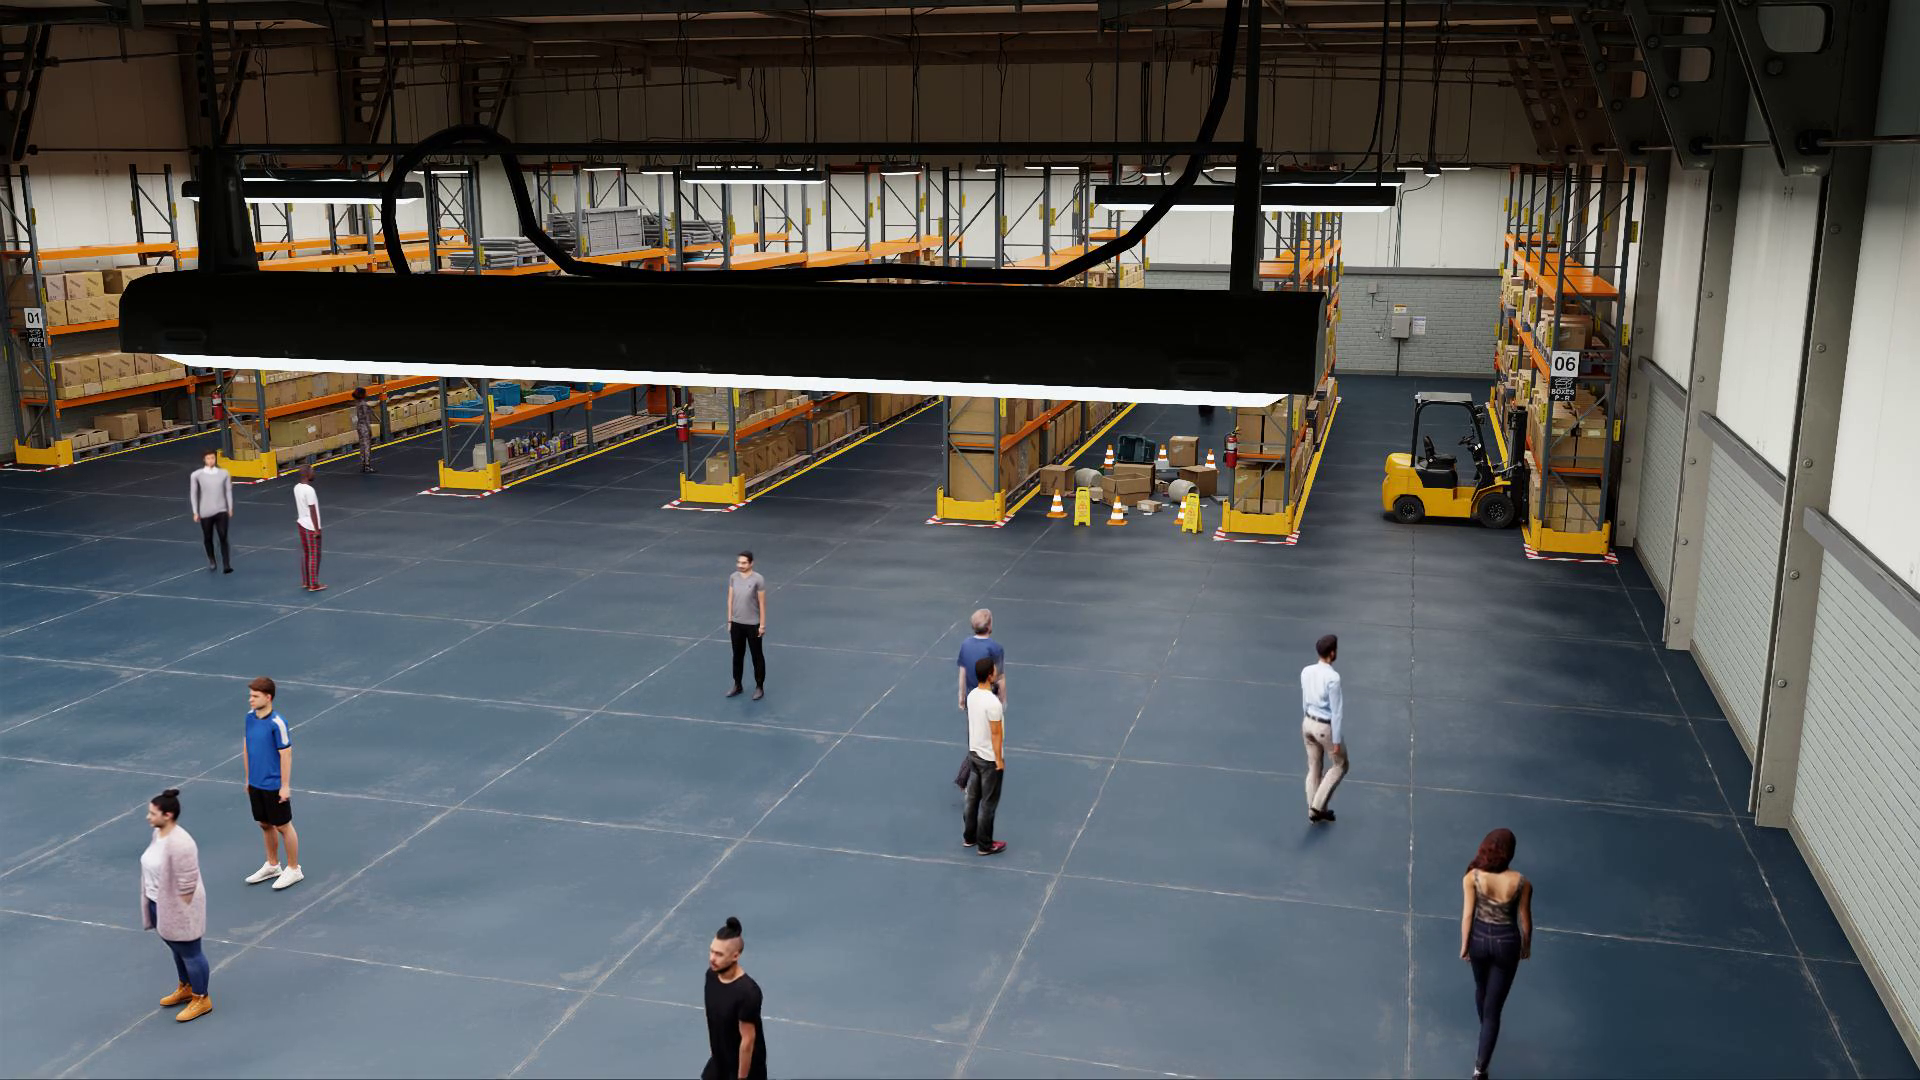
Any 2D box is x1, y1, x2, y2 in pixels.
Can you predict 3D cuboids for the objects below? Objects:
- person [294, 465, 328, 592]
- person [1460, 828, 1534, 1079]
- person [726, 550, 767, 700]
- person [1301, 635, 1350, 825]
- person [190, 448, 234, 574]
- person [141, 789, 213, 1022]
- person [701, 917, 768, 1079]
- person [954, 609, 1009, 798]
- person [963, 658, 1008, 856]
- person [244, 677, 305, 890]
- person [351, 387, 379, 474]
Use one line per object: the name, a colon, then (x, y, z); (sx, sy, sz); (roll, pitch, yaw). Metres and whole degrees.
person: (-9.470, -0.188, 24.193); (0.716, 1.832, 0.728); (-12, 18, -43)
person: (3.623, 2.860, 11.289); (0.734, 1.715, 1.230); (5, 14, 22)
person: (-2.486, 0.960, 19.403); (0.617, 1.755, 0.542); (4, 14, 17)
person: (3.346, 1.808, 15.577); (0.824, 1.830, 0.784); (-10, 16, -36)
person: (-11.313, -0.426, 25.140); (1.236, 1.869, 1.318); (-7, 15, -27)
person: (-5.720, 2.640, 12.175); (0.819, 1.742, 0.801); (-11, 17, -40)
person: (-1.279, 3.103, 9.968); (1.160, 1.837, 1.035); (-11, 17, -40)
person: (0.181, 1.623, 16.349); (0.989, 1.841, 1.220); (12, 17, 41)
person: (0.216, 1.944, 15.050); (0.761, 1.803, 0.699); (-7, 15, -29)
person: (-5.949, 2.072, 14.356); (0.690, 1.866, 0.639); (6, 15, 26)
person: (-11.875, -2.199, 33.139); (0.723, 1.713, 0.683); (-11, 17, -39)
